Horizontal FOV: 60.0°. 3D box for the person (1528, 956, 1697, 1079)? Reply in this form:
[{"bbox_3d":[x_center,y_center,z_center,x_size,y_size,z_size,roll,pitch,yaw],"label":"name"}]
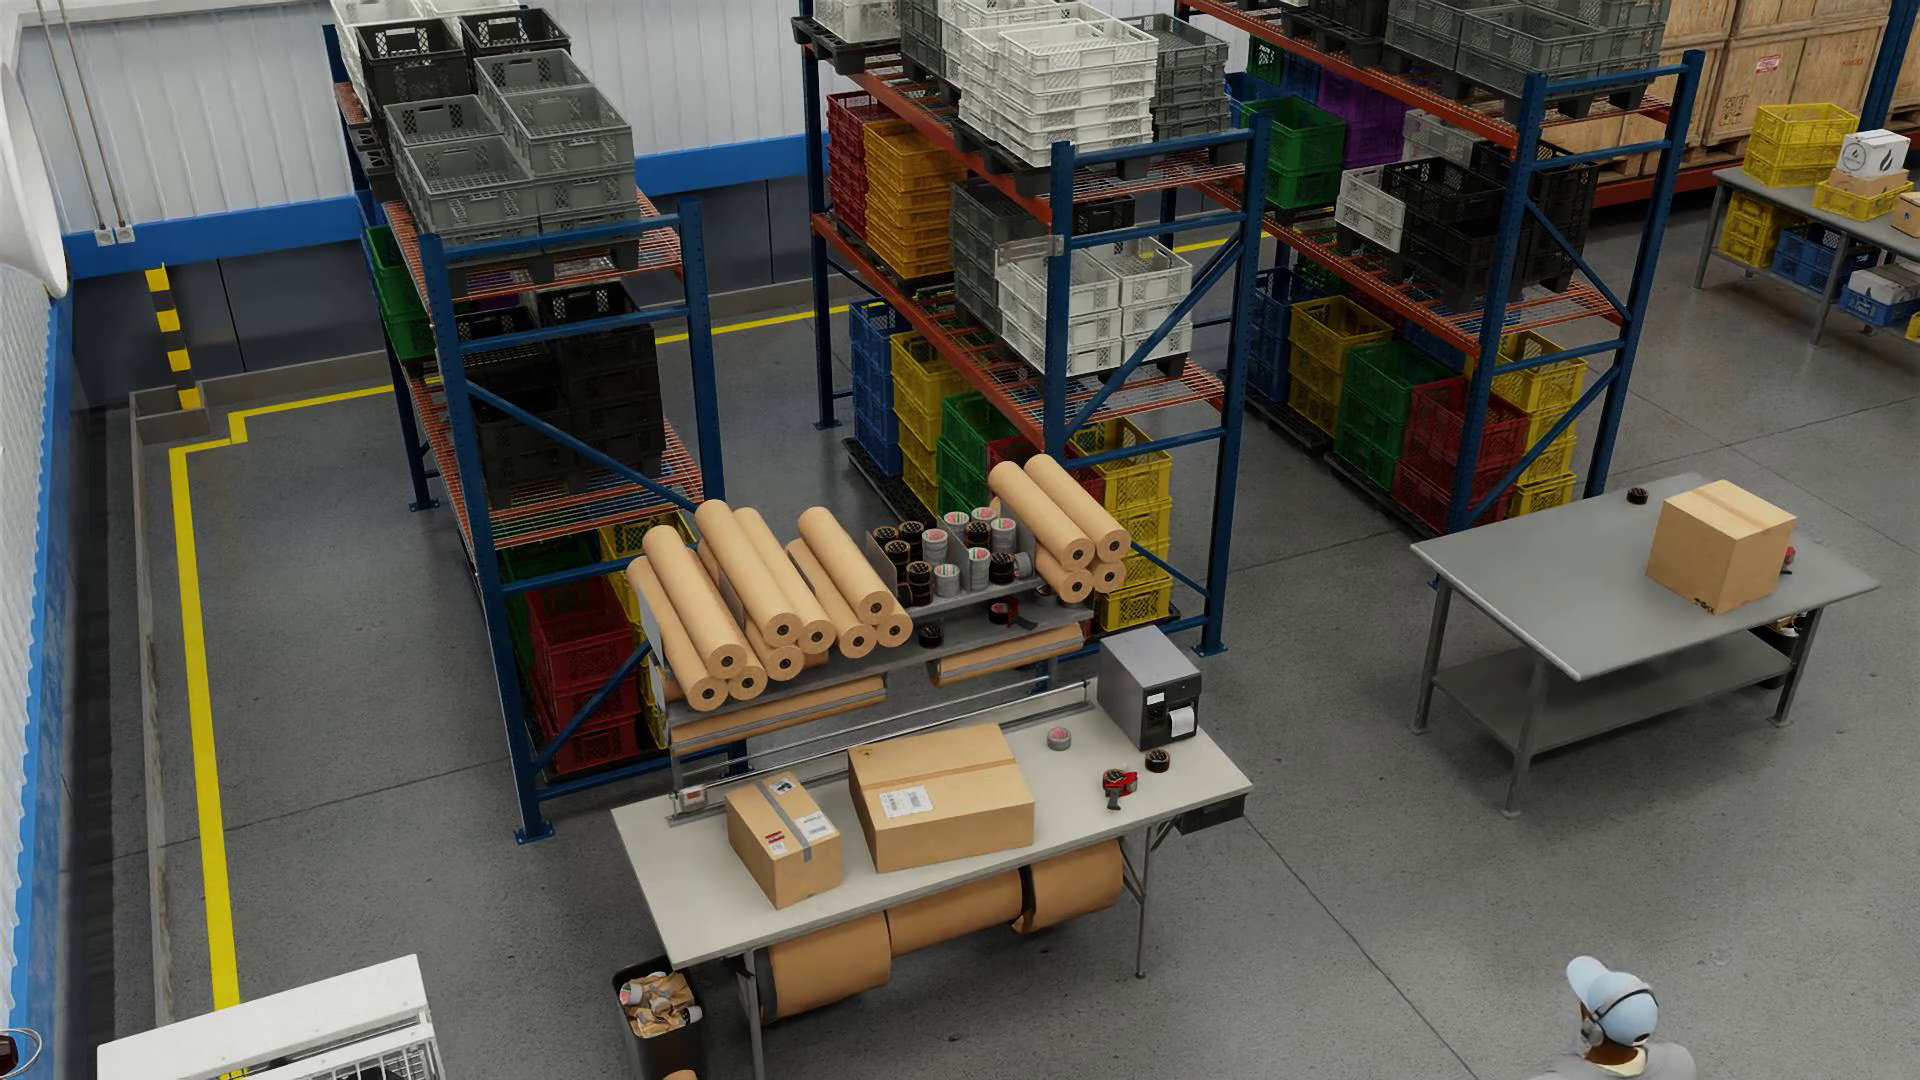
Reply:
[{"bbox_3d":[1.894,2.018,5.183,0.589,1.852,0.365,-10,33,-16],"label":"person"}]
